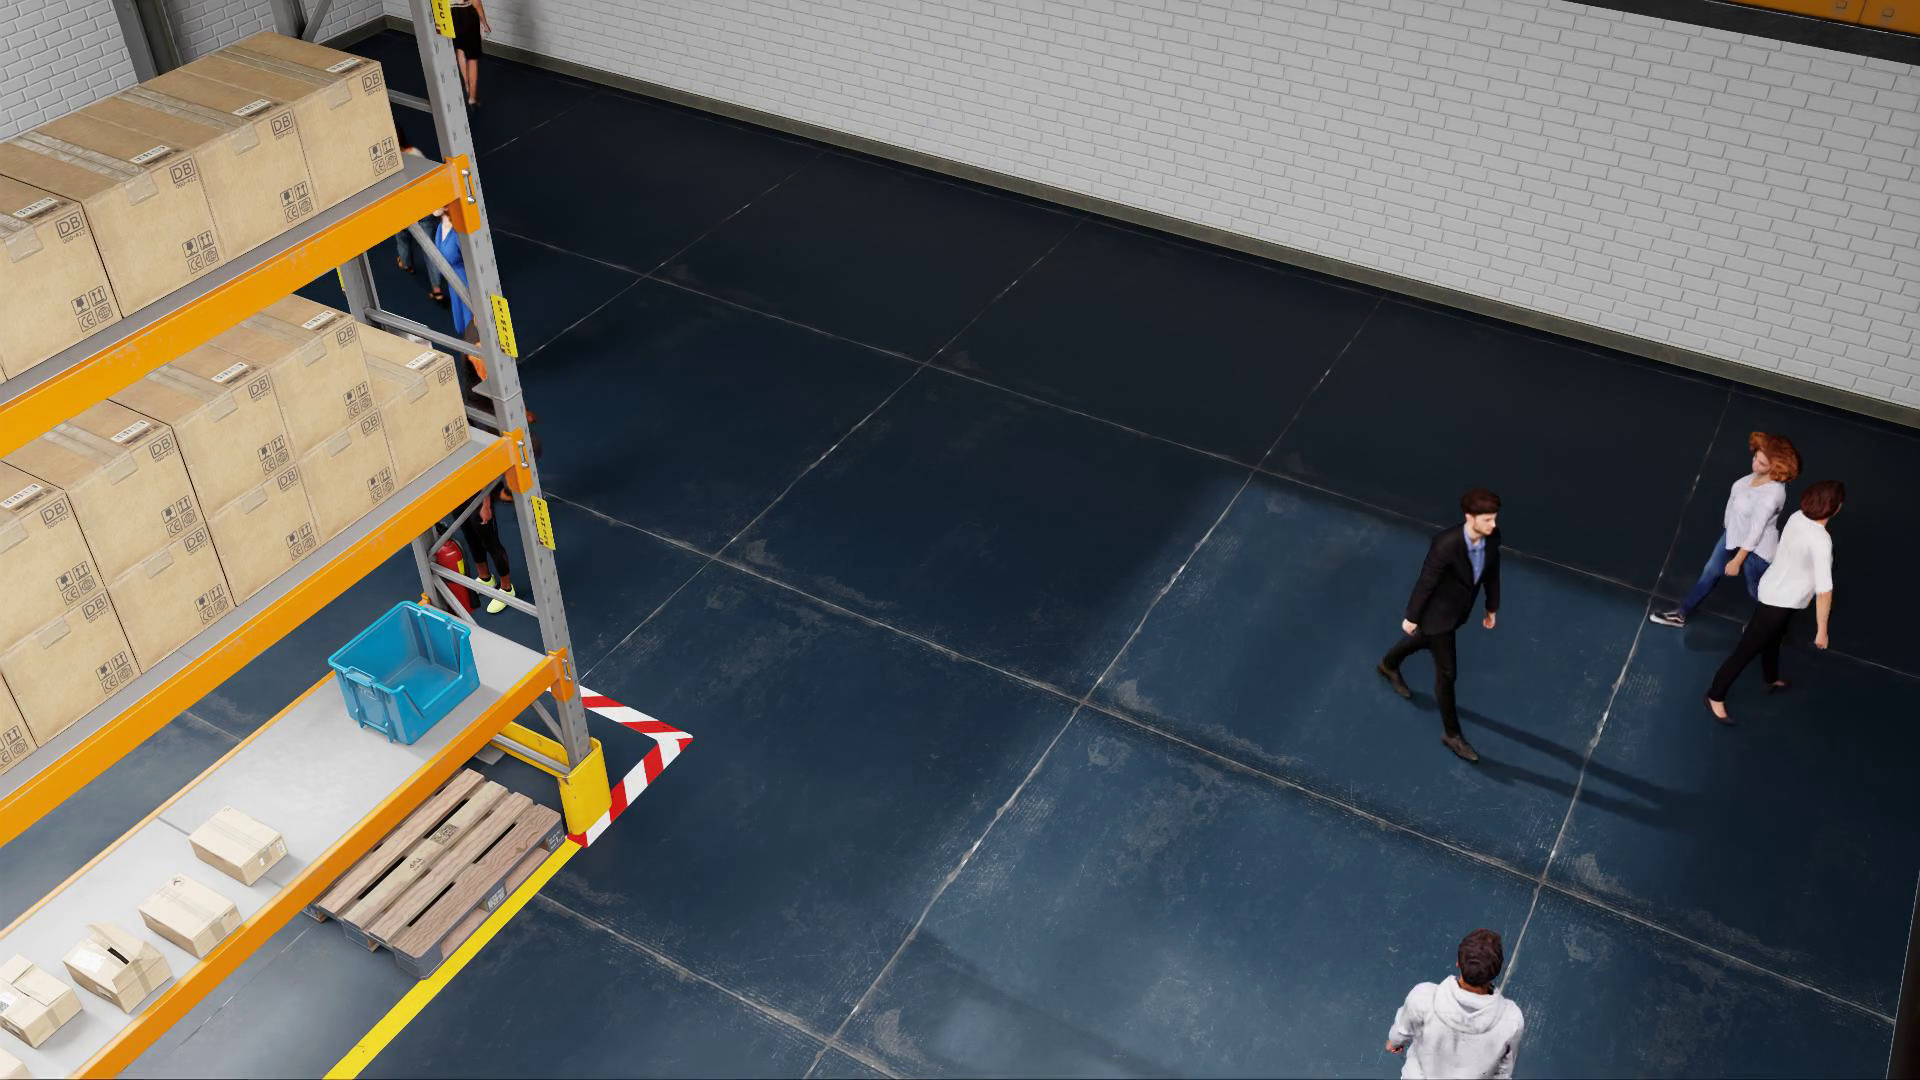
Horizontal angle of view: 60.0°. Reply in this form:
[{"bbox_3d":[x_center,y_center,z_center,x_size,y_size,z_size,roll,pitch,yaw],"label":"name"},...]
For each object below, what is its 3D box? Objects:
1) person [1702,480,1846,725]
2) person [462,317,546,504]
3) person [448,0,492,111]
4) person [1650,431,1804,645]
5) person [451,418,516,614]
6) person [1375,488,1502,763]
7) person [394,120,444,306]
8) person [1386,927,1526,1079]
[{"bbox_3d":[4.998,0.397,10.326,1.054,1.755,0.990,7,39,9],"label":"person"},{"bbox_3d":[-3.380,-0.936,11.898,0.978,1.877,0.918,-12,40,-15],"label":"person"},{"bbox_3d":[-5.275,-5.372,17.561,0.735,1.742,0.791,6,39,7],"label":"person"},{"bbox_3d":[5.264,0.020,10.872,0.979,1.663,1.142,11,40,13],"label":"person"},{"bbox_3d":[-3.287,-0.288,11.185,0.581,1.754,0.524,24,44,27],"label":"person"},{"bbox_3d":[2.940,0.392,10.263,1.262,1.841,1.137,-22,44,-25],"label":"person"},{"bbox_3d":[-4.724,-2.806,14.424,1.095,1.646,0.994,-23,44,-26],"label":"person"},{"bbox_3d":[2.194,2.544,7.525,0.895,1.896,1.136,7,39,9],"label":"person"}]
